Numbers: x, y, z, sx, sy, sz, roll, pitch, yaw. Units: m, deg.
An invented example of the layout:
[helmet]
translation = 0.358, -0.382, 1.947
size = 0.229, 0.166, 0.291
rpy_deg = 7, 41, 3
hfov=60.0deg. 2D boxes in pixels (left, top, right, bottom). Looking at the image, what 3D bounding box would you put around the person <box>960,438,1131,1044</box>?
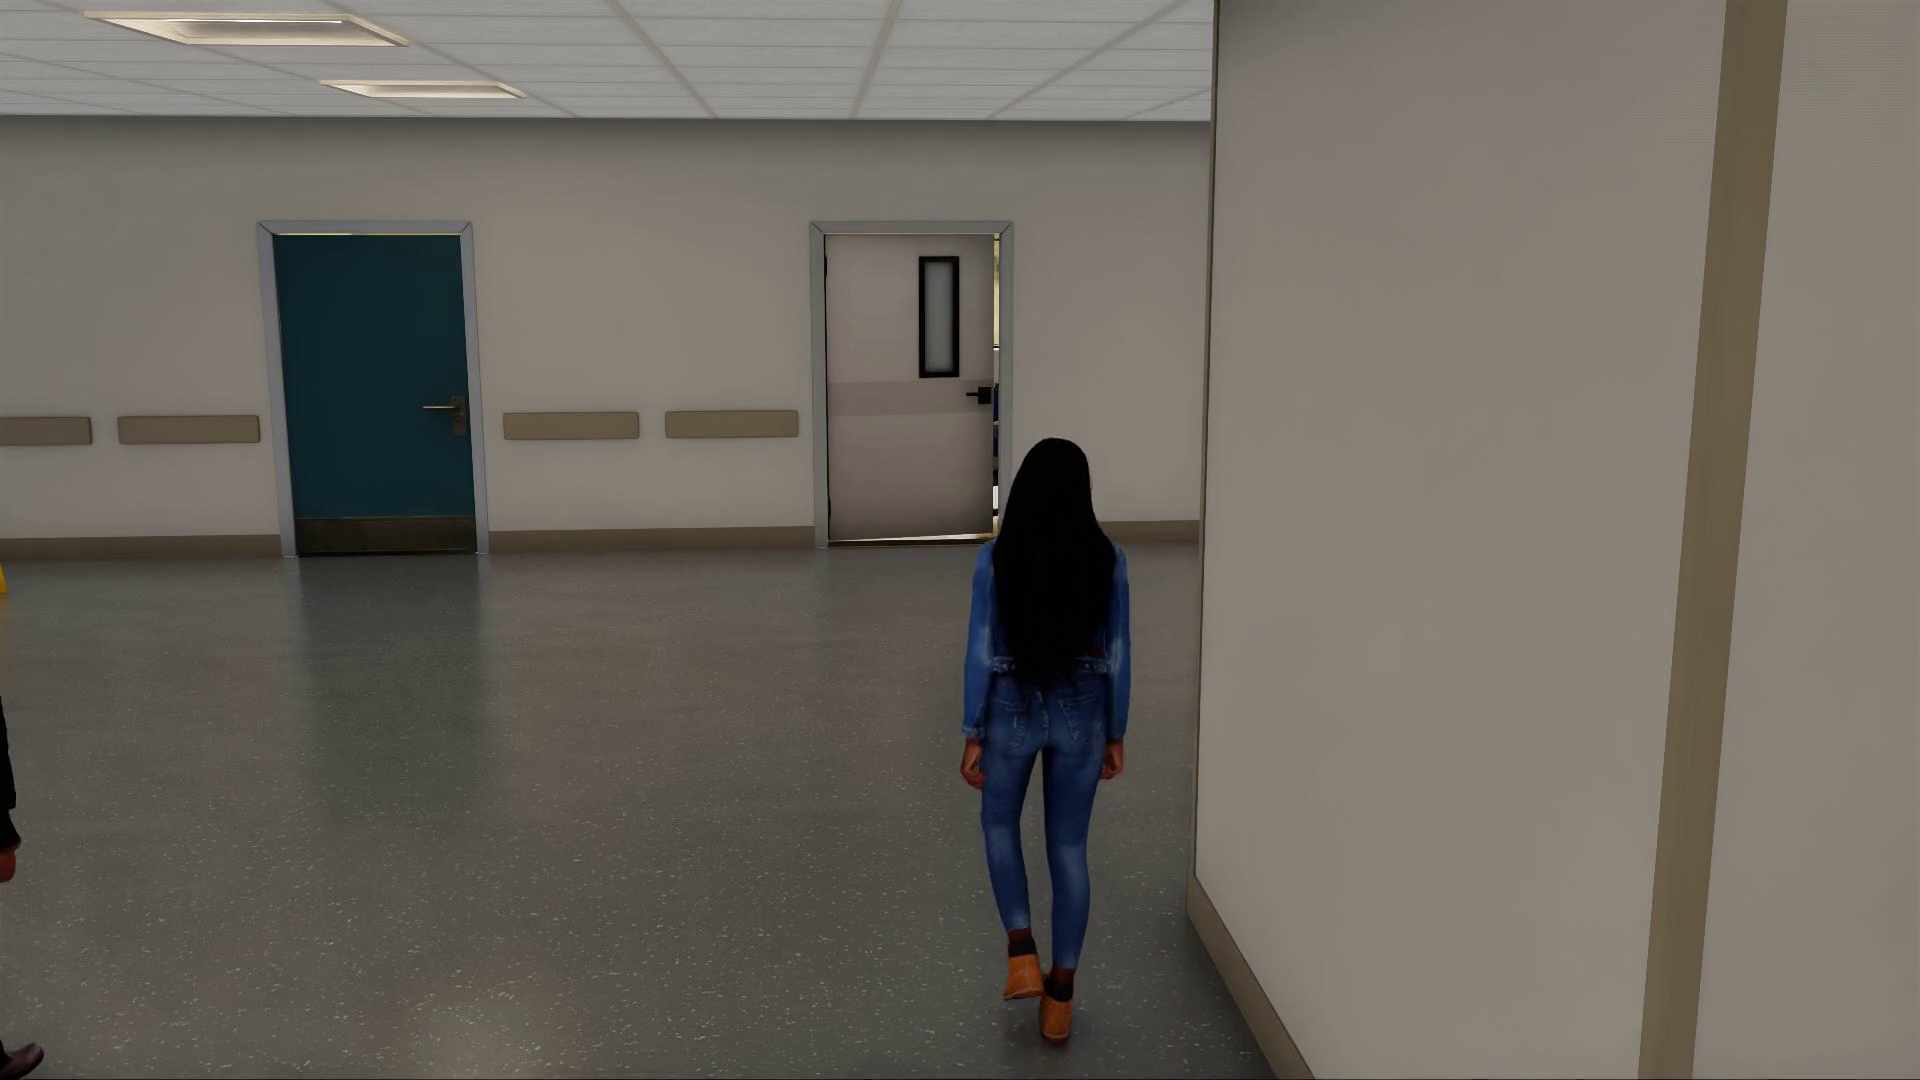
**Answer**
[person]
translation = 0.247, 0.583, 4.598
size = 0.555, 1.700, 0.710
rpy_deg = 0, 11, 0
